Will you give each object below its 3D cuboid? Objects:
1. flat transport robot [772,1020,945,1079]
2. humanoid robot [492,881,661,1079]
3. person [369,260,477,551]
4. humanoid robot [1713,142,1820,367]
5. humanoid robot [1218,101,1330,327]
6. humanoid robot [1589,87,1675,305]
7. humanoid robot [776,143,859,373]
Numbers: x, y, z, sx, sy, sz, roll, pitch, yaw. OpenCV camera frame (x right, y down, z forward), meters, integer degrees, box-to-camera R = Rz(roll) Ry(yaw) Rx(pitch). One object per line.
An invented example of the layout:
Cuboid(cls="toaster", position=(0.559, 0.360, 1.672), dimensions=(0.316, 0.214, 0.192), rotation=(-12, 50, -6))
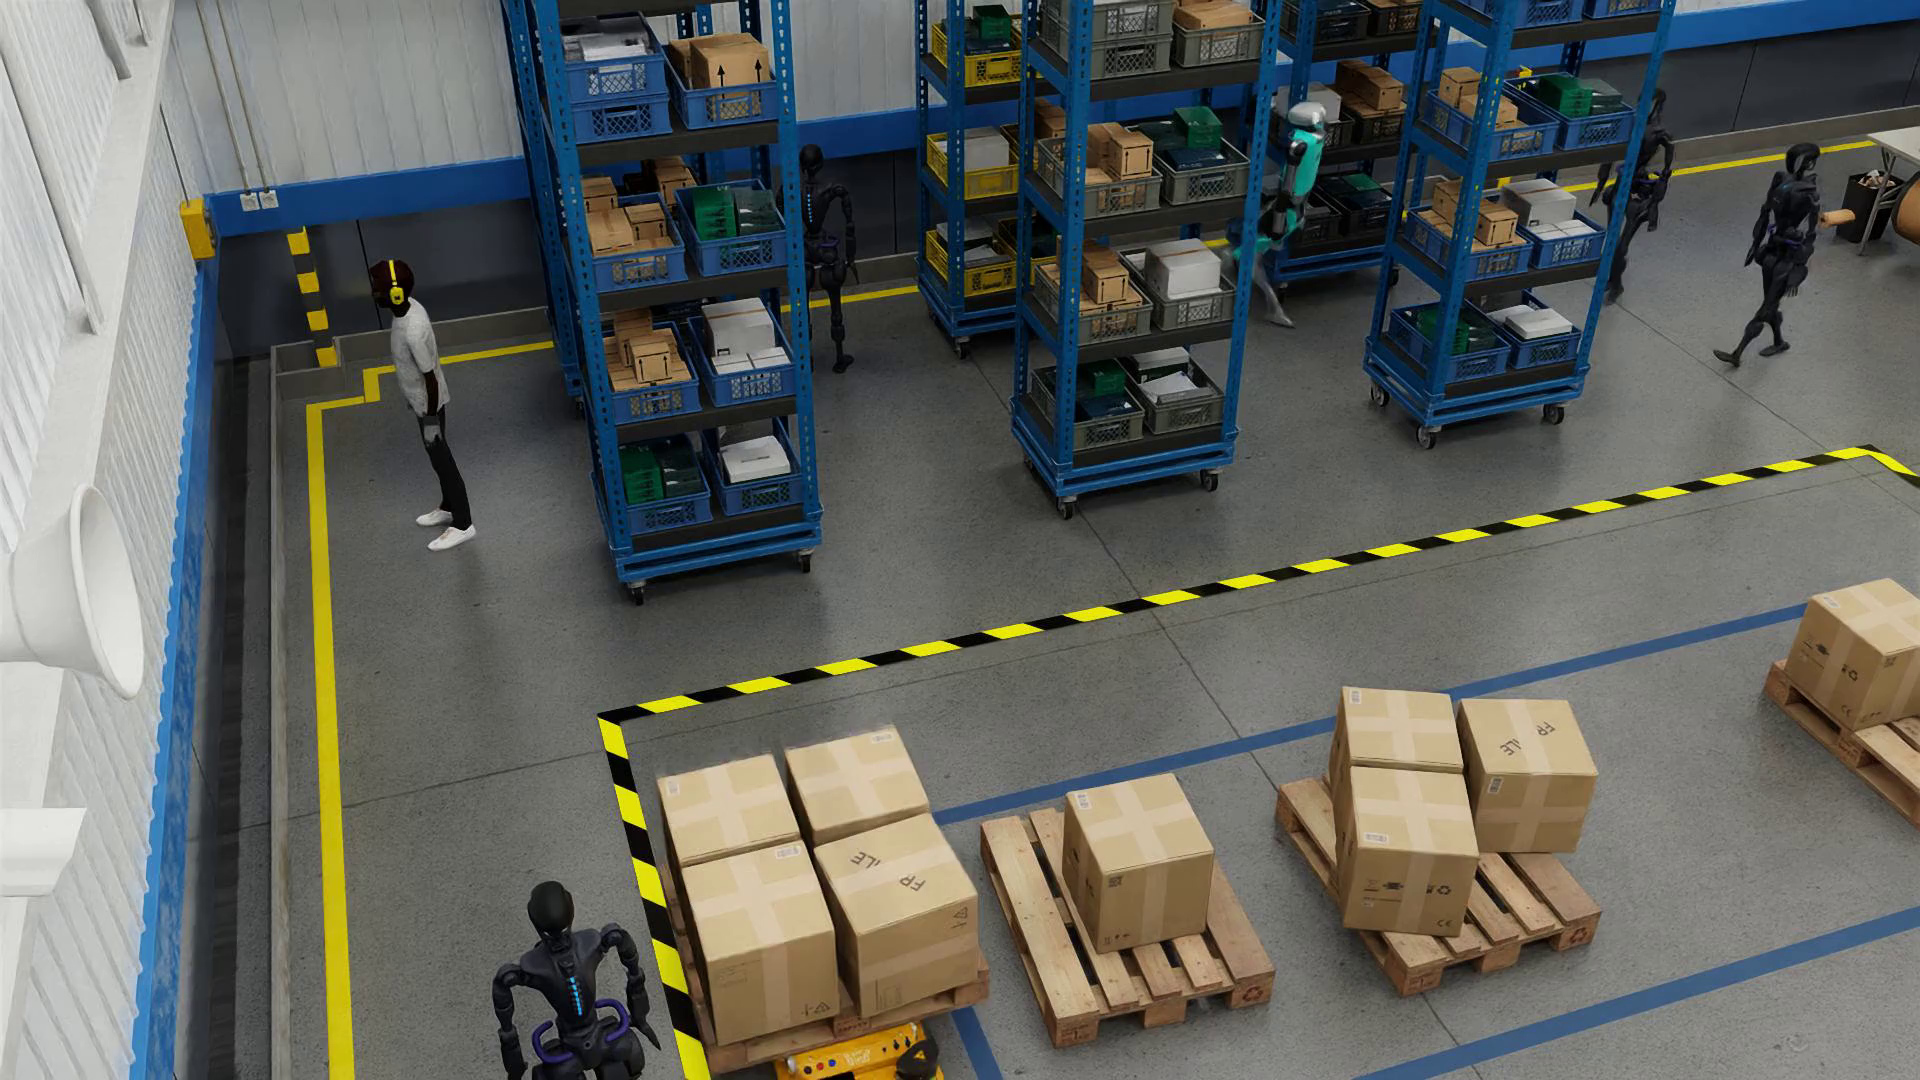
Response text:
Cuboid(cls="flat transport robot", position=(-0.598, 1.894, 7.346), dimensions=(0.652, 0.197, 1.431), rotation=(-11, 37, -15))
Cuboid(cls="humanoid robot", position=(-1.402, 1.890, 6.140), dimensions=(0.599, 1.657, 0.315), rotation=(-18, 39, -23))
Cuboid(cls="person", position=(-3.168, -0.790, 9.785), dimensions=(0.334, 1.873, 0.517), rotation=(-14, 38, -19))
Cuboid(cls="humanoid robot", position=(5.745, -2.004, 11.697), dimensions=(0.720, 1.628, 0.598), rotation=(-8, 36, -11))
Cuboid(cls="humanoid robot", position=(2.151, -2.397, 12.206), dimensions=(0.937, 1.795, 0.548), rotation=(20, 40, 26))
Cuboid(cls="humanoid robot", position=(5.051, -2.613, 12.539), dimensions=(0.426, 1.644, 0.610), rotation=(-21, 40, -27))
Cuboid(cls="humanoid robot", position=(-1.007, -1.957, 11.594), dimensions=(0.599, 1.658, 0.315), rotation=(3, 35, 5))
